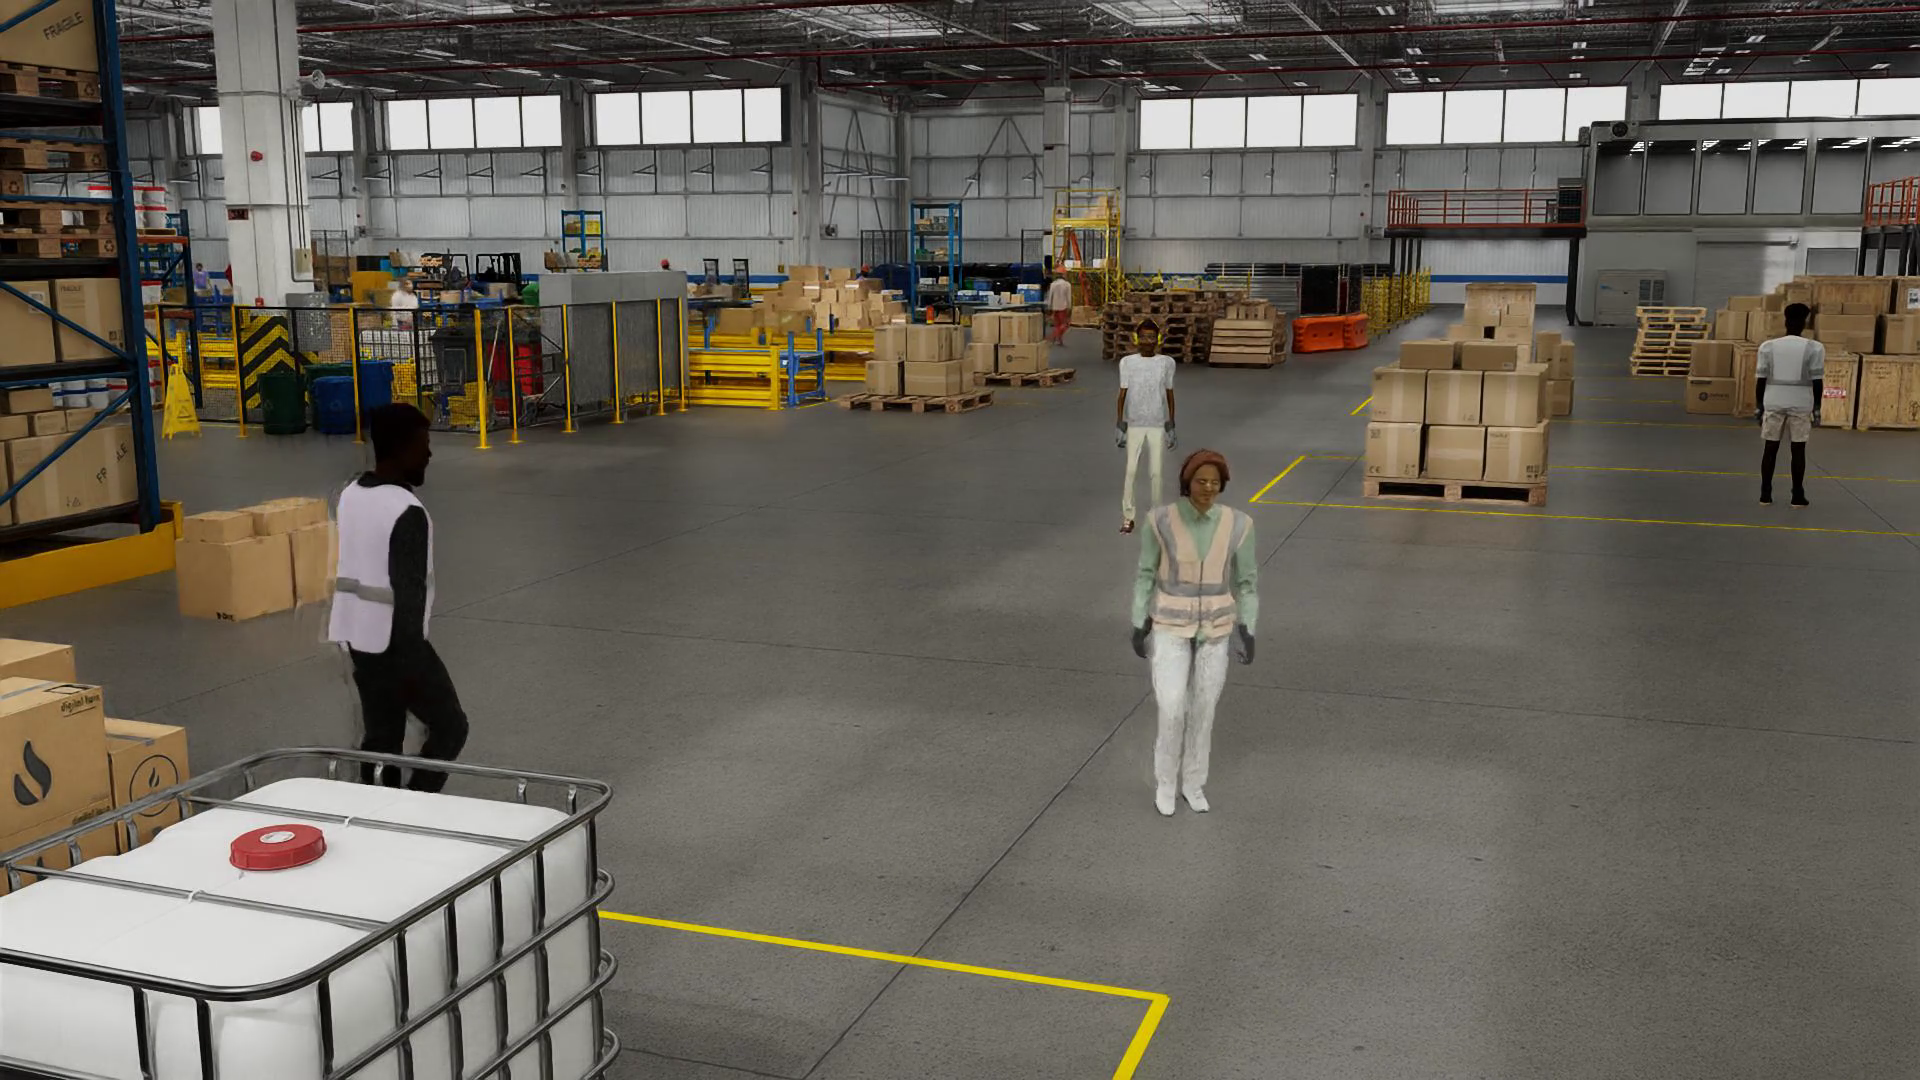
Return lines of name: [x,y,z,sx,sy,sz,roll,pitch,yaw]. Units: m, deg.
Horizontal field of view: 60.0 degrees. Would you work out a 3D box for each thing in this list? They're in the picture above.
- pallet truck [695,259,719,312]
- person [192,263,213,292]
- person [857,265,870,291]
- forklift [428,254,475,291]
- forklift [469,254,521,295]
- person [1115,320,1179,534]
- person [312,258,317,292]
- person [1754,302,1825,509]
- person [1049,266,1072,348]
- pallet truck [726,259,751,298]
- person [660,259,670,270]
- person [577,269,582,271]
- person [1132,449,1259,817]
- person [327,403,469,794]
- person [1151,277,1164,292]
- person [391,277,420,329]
pallet truck: [-9.165,-9.627,62.776,0.823,1.965,1.885,4,11,23]
person: [-28.211,-9.375,61.908,0.654,1.804,0.781,-7,12,-36]
person: [-2.717,-6.856,47.351,0.362,1.934,0.543,4,11,20]
forklift: [-20.133,-10.254,65.465,1.157,1.987,2.680,3,11,19]
forklift: [-17.990,-10.121,64.684,1.157,1.987,2.680,3,11,17]
person: [1.628,-0.969,14.409,0.564,1.866,0.327,1,10,3]
person: [-24.637,-9.710,63.250,0.380,1.995,0.611,-3,10,-16]
person: [7.900,-1.277,15.856,0.603,1.959,0.374,8,13,37]
person: [2.432,-5.660,40.471,0.636,1.981,0.541,8,13,40]
pallet truck: [-7.986,-9.493,62.019,0.823,1.965,1.885,3,11,17]
person: [-9.481,-8.052,53.812,0.456,2.025,0.631,6,12,31]
person: [-13.524,-8.899,59.341,0.329,1.764,0.524,6,12,31]
person: [1.032,0.416,7.249,0.534,1.620,0.480,-1,10,-6]
person: [-2.199,0.412,6.535,0.586,1.897,0.490,9,13,41]
person: [4.710,-5.411,39.743,0.292,1.745,0.485,3,11,17]
person: [-10.640,-4.106,31.971,0.541,1.892,0.665,5,11,27]
